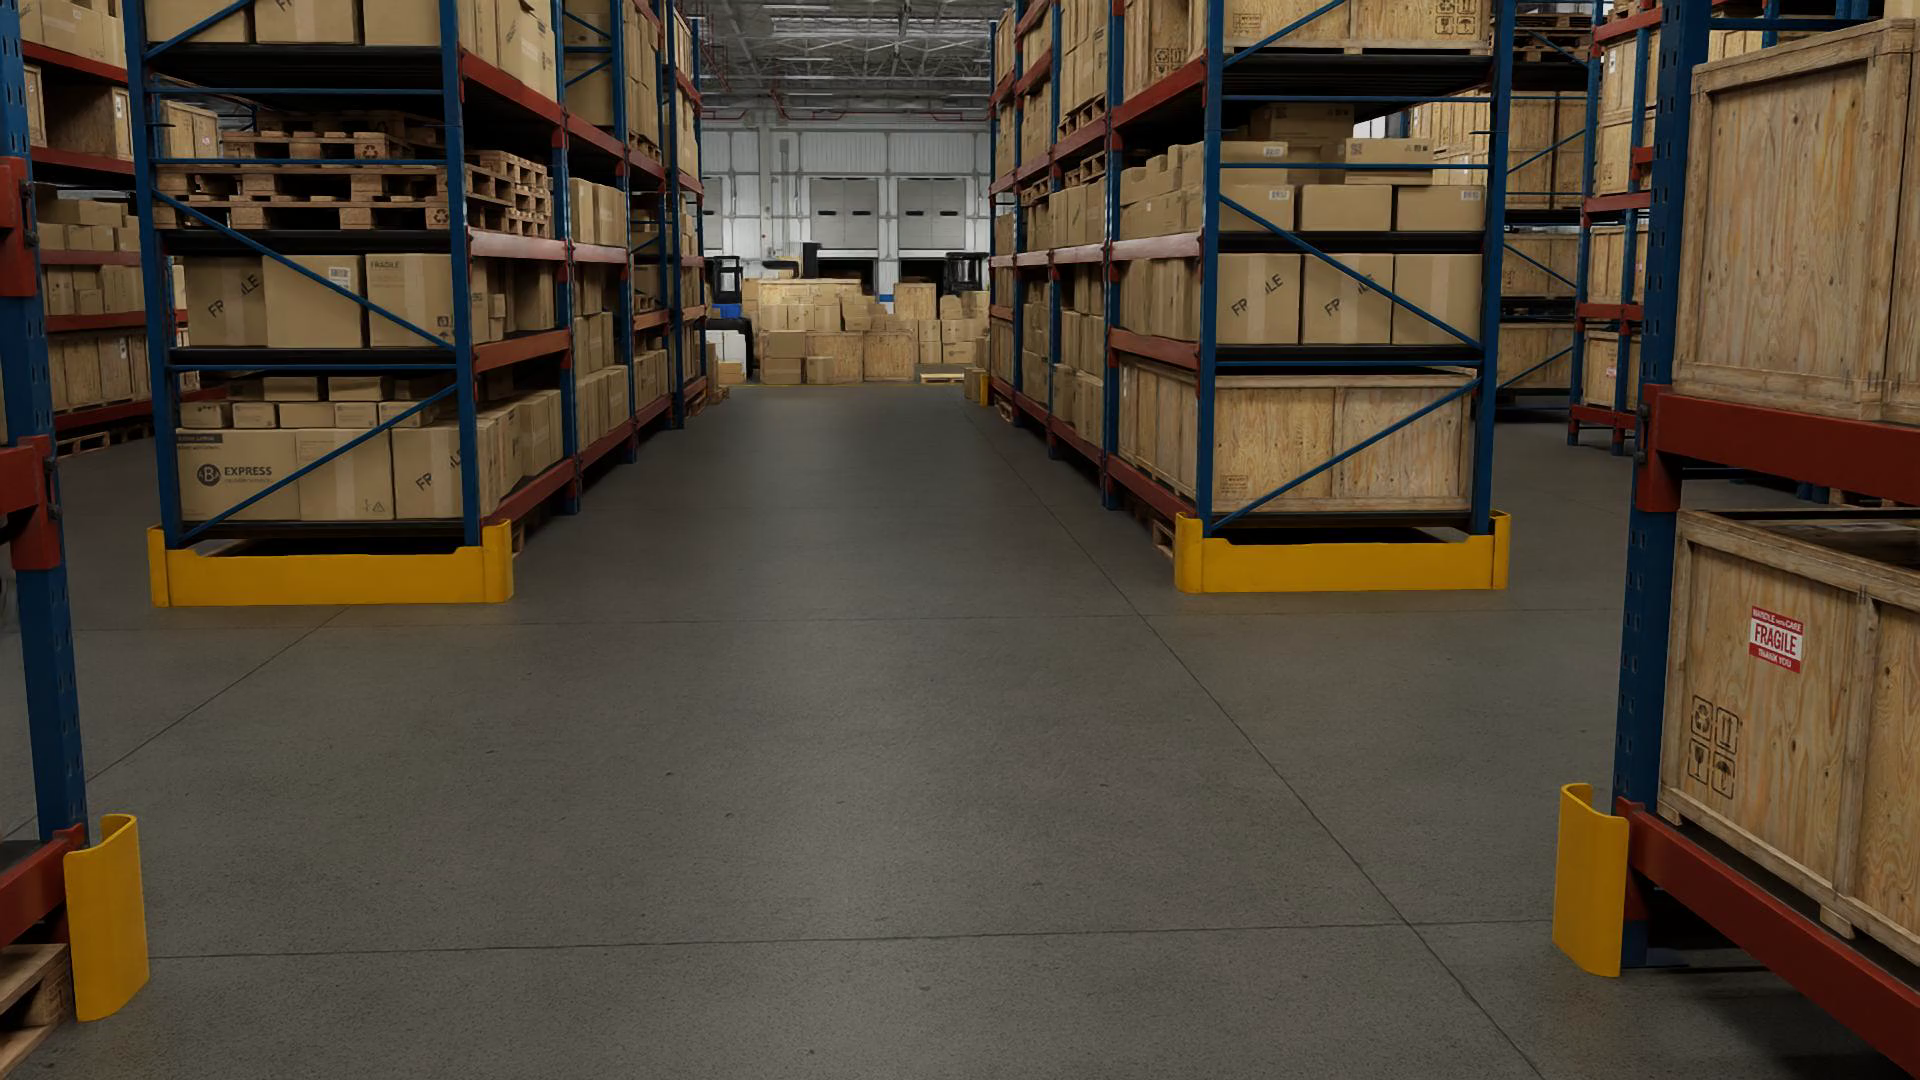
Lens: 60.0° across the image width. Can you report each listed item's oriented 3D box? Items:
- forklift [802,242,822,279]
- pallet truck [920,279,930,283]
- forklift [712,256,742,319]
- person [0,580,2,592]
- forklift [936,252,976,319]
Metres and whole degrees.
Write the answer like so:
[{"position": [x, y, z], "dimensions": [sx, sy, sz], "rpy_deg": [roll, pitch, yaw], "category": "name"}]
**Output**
[{"position": [-3.263, -5.129, 36.534], "dimensions": [1.873, 2.768, 1.129], "rpy_deg": [-1, 9, -5], "category": "forklift"}, {"position": [-0.932, -8.922, 63.114], "dimensions": [1.885, 1.965, 0.823], "rpy_deg": [2, 9, 13], "category": "pallet truck"}, {"position": [-8.481, -8.973, 60.670], "dimensions": [1.129, 2.768, 1.873], "rpy_deg": [-1, 9, -4], "category": "forklift"}, {"position": [-6.070, -0.339, 9.591], "dimensions": [0.731, 1.878, 0.664], "rpy_deg": [-1, 9, -3], "category": "person"}, {"position": [0.018, -7.528, 51.600], "dimensions": [1.129, 2.768, 1.873], "rpy_deg": [-4, 10, -23], "category": "forklift"}]
